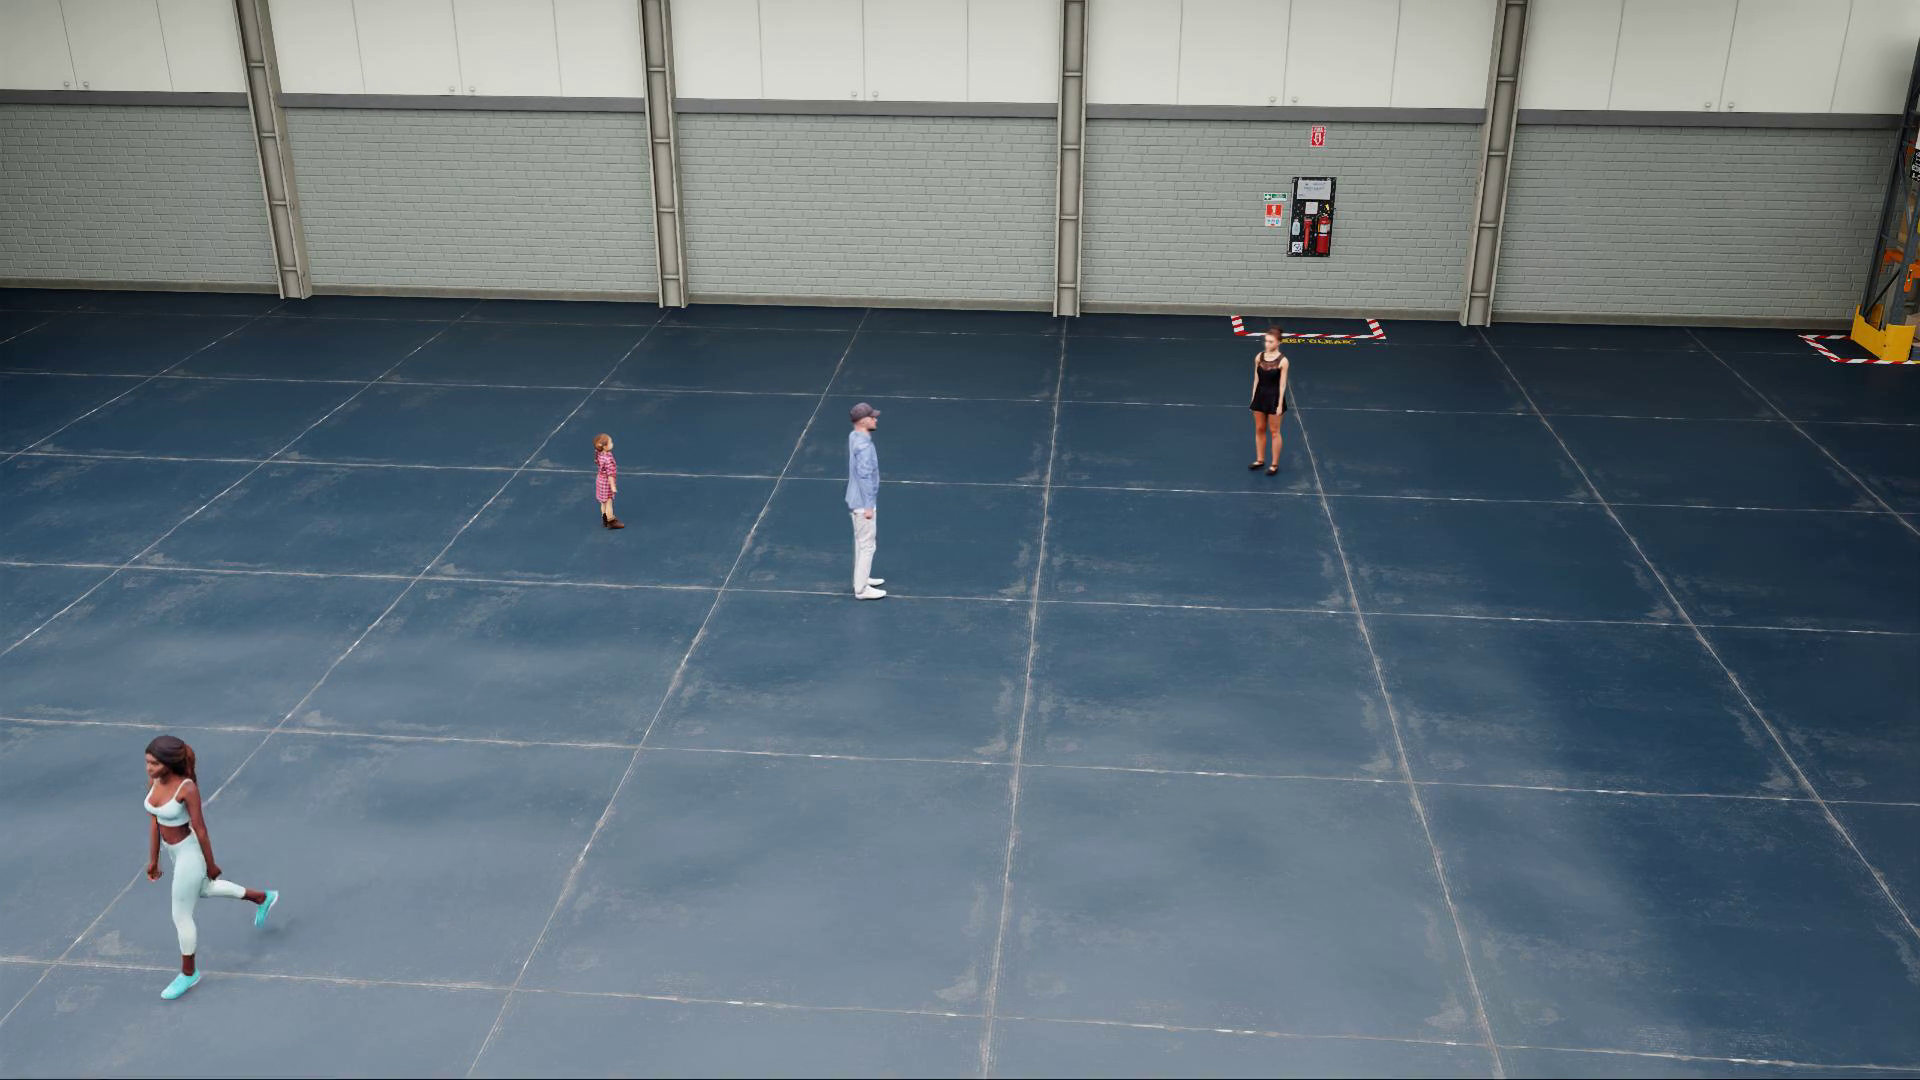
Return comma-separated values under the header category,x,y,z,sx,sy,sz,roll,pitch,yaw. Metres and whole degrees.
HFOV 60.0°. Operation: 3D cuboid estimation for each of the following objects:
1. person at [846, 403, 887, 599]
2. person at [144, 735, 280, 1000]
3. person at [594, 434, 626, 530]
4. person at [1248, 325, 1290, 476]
category,x,y,z,sx,sy,sz,roll,pitch,yaw
person,-0.901,-0.381,15.476,0.690,1.887,0.710,-5,24,-13
person,-4.703,1.929,10.290,1.102,1.696,0.998,16,28,33
person,-3.646,-0.613,17.128,0.558,1.022,0.505,-14,27,-30
person,3.454,-1.570,18.539,0.669,1.679,0.743,20,30,39
